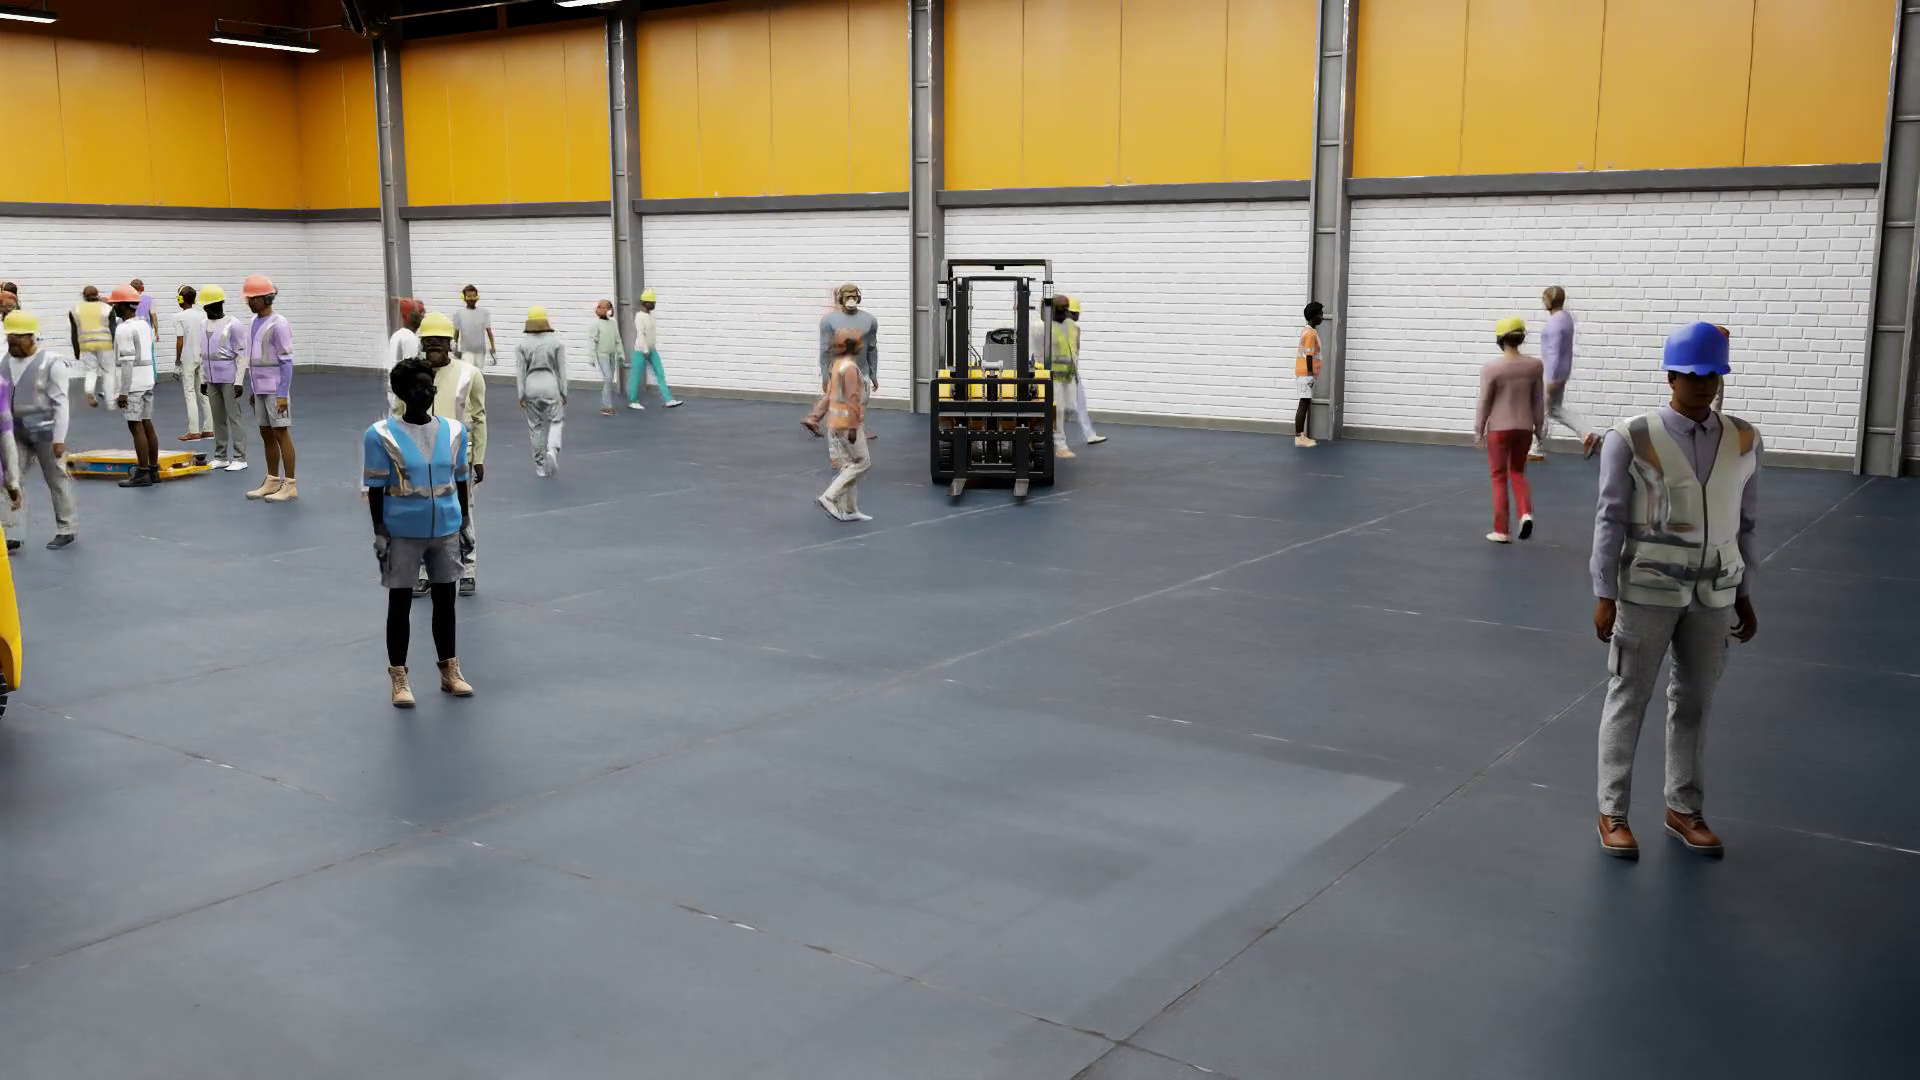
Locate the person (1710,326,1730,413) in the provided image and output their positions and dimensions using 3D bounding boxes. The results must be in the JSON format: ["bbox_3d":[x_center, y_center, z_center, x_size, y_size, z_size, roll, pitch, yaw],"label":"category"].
[{"bbox_3d":[6.137,-0.942,13.686,0.282,1.631,0.503,2,10,9],"label":"person"}]

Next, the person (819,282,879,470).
[{"bbox_3d":[-1.148,-1.700,17.290,0.634,1.938,0.355,-3,10,-20],"label":"person"}]

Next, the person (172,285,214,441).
[{"bbox_3d":[-9.266,-2.128,20.046,0.322,1.871,0.531,4,10,21],"label":"person"}]

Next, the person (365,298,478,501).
[{"bbox_3d":[-4.928,-1.250,14.949,0.968,1.840,0.582,-7,12,-35],"label":"person"}]

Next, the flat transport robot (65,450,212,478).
[{"bbox_3d":[-8.366,-0.773,16.726,1.431,0.197,0.652,2,10,11],"label":"flat transport robot"}]

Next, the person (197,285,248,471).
[{"bbox_3d":[-7.618,-1.664,17.143,0.585,1.917,0.382,4,10,24],"label":"person"}]

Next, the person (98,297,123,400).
[{"bbox_3d":[-13.278,-2.965,25.851,0.540,1.592,0.864,1,10,5],"label":"person"}]

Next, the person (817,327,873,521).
[{"bbox_3d":[-0.933,-0.937,13.687,0.397,1.625,0.517,-3,10,-16],"label":"person"}]

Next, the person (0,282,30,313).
[{"bbox_3d":[-13.312,-2.695,23.435,0.328,1.868,0.521,3,10,15],"label":"person"}]

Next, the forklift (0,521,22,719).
[{"bbox_3d":[-5.296,-0.090,6.943,1.214,2.155,2.313,7,12,35],"label":"forklift"}]

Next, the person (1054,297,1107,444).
[{"bbox_3d":[1.320,-1.941,19.335,0.862,1.723,0.528,9,13,42],"label":"person"}]

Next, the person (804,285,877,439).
[{"bbox_3d":[-1.488,-2.160,20.237,0.927,1.875,0.652,2,10,11],"label":"person"}]

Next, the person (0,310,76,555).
[{"bbox_3d":[-6.871,-0.782,12.231,0.610,1.794,0.802,1,10,6],"label":"person"}]

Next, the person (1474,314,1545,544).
[{"bbox_3d":[4.186,-0.843,12.713,0.556,1.751,0.366,-2,10,-11],"label":"person"}]

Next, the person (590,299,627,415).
[{"bbox_3d":[-4.876,-2.552,23.294,0.547,1.616,0.528,6,11,31],"label":"person"}]

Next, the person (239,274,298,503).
[{"bbox_3d":[-6.221,-1.355,14.935,0.604,2.042,0.381,8,12,39],"label":"person"}]

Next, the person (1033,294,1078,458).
[{"bbox_3d":[1.023,-1.793,18.264,0.663,1.814,0.560,-9,13,-43],"label":"person"}]

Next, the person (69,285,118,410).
[{"bbox_3d":[-12.471,-2.770,24.015,0.642,1.824,0.559,-2,10,-13],"label":"person"}]

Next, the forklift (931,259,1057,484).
[{"bbox_3d":[0.370,-1.738,16.759,1.214,2.155,2.313,1,10,3],"label":"forklift"}]

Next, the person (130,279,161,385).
[{"bbox_3d":[-14.254,-3.610,28.930,0.566,1.850,0.389,-3,10,-15],"label":"person"}]

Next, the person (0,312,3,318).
[{"bbox_3d":[-13.079,-2.620,22.653,0.594,1.976,0.633,-1,10,-6],"label":"person"}]

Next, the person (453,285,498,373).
[{"bbox_3d":[-6.498,-2.491,22.373,0.516,1.822,0.932,-6,11,-31],"label":"person"}]

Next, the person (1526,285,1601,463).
[{"bbox_3d":[6.373,-1.744,17.639,0.765,1.916,0.636,6,11,32],"label":"person"}]

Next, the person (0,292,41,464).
[{"bbox_3d":[-10.153,-1.732,17.824,0.581,1.837,0.987,-4,11,-25],"label":"person"}]

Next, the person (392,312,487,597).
[{"bbox_3d":[-3.352,-0.545,10.716,0.590,1.837,0.404,-1,10,-7],"label":"person"}]

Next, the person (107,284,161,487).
[{"bbox_3d":[-7.935,-1.475,15.953,0.358,1.937,0.548,-1,10,-3],"label":"person"}]

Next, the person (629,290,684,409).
[{"bbox_3d":[-4.469,-2.742,24.144,0.881,1.727,0.530,4,10,24],"label":"person"}]

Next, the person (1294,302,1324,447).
[{"bbox_3d":[4.059,-1.925,19.379,0.321,1.691,0.532,2,10,10],"label":"person"}]

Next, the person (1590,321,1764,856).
[{"bbox_3d":[2.595,0.187,6.026,0.617,1.946,0.397,-1,10,-4],"label":"person"}]

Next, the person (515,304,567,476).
[{"bbox_3d":[-4.175,-1.482,16.588,0.500,1.726,0.568,-2,10,-12],"label":"person"}]

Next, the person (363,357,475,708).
[{"bbox_3d":[-2.631,-0.043,8.133,0.537,1.700,0.318,-8,12,-40],"label":"person"}]

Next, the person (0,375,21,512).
[{"bbox_3d":[-5.707,-0.352,9.400,0.957,1.888,0.569,5,11,27],"label":"person"}]
